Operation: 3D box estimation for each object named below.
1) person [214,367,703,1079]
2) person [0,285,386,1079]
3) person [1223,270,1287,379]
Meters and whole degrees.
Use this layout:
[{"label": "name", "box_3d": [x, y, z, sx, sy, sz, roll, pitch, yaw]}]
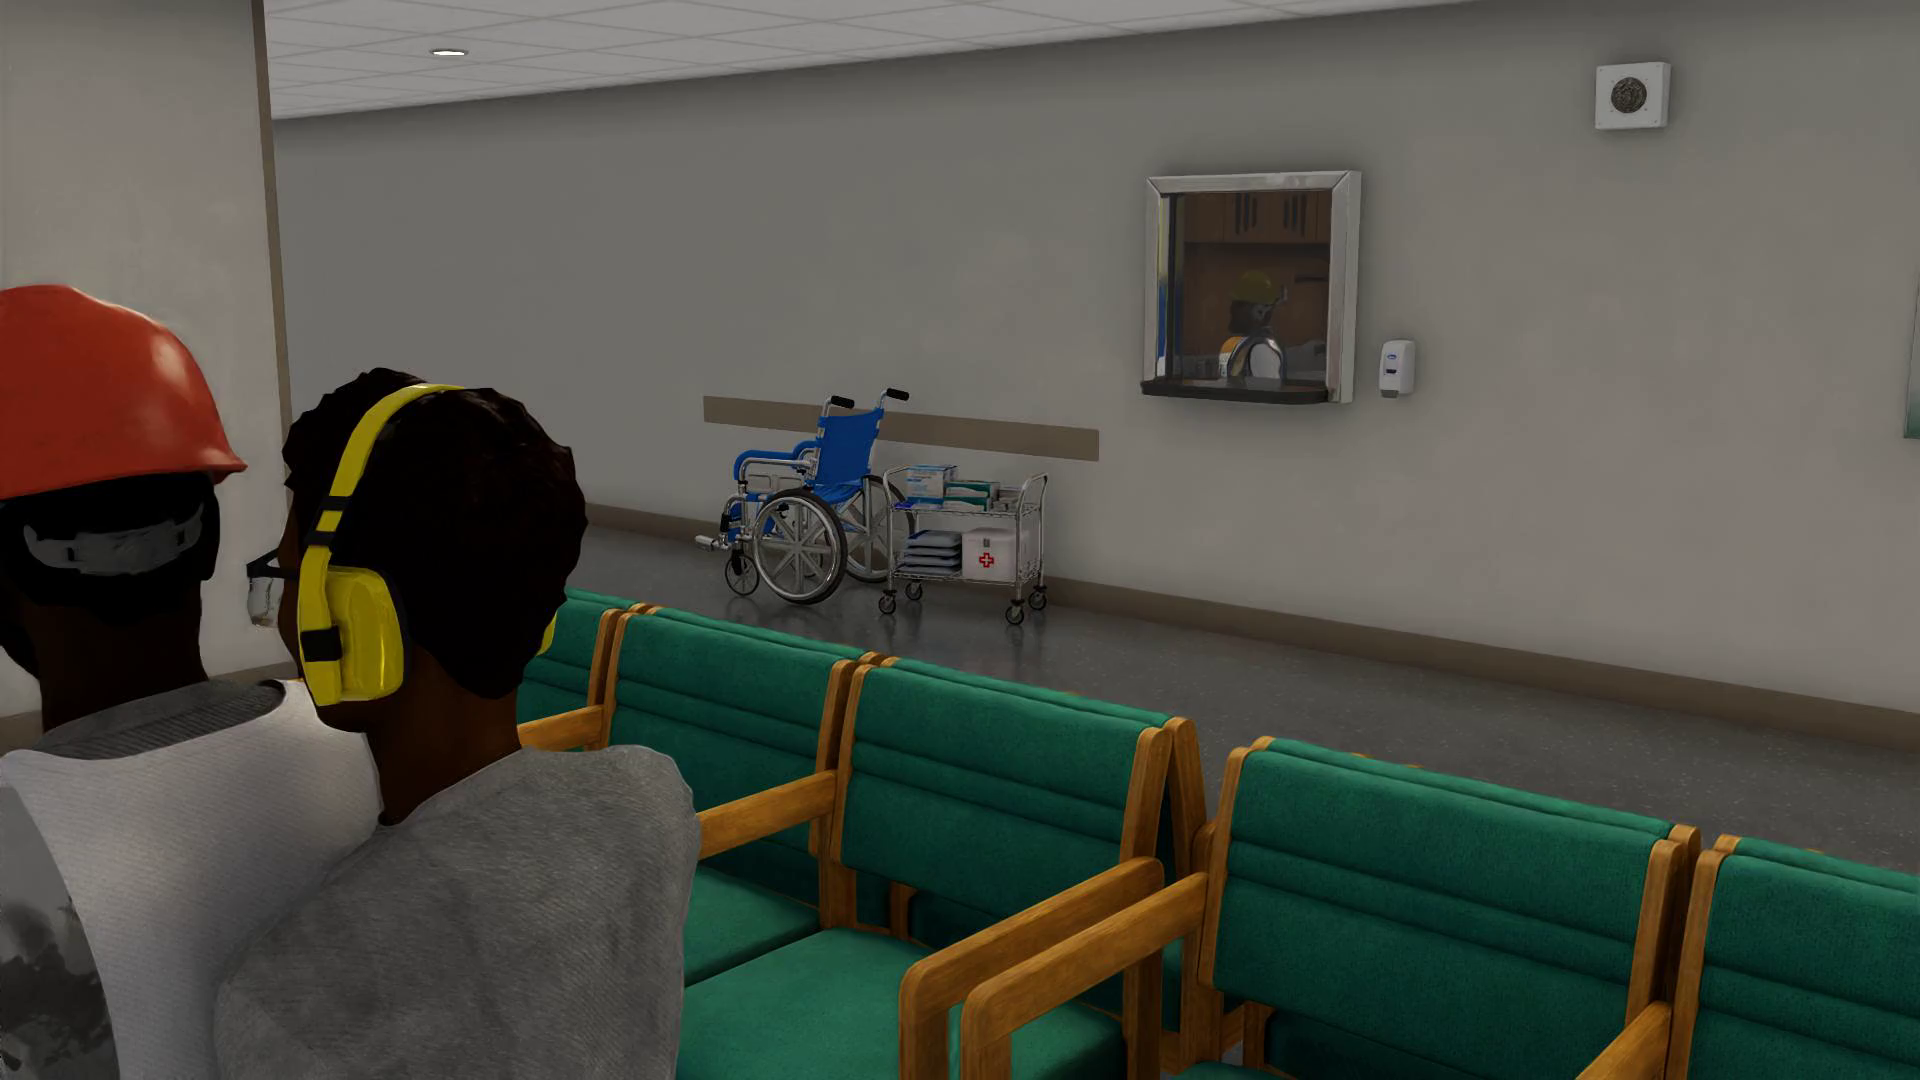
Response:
[{"label": "person", "box_3d": [-0.392, 0.798, 1.357, 0.328, 1.872, 0.513, 3, 10, 18]}, {"label": "person", "box_3d": [-0.661, 0.758, 1.422, 0.374, 1.928, 0.542, 6, 12, 30]}, {"label": "person", "box_3d": [1.568, -0.539, 9.062, 0.404, 1.837, 0.596, 1, 10, 3]}]
